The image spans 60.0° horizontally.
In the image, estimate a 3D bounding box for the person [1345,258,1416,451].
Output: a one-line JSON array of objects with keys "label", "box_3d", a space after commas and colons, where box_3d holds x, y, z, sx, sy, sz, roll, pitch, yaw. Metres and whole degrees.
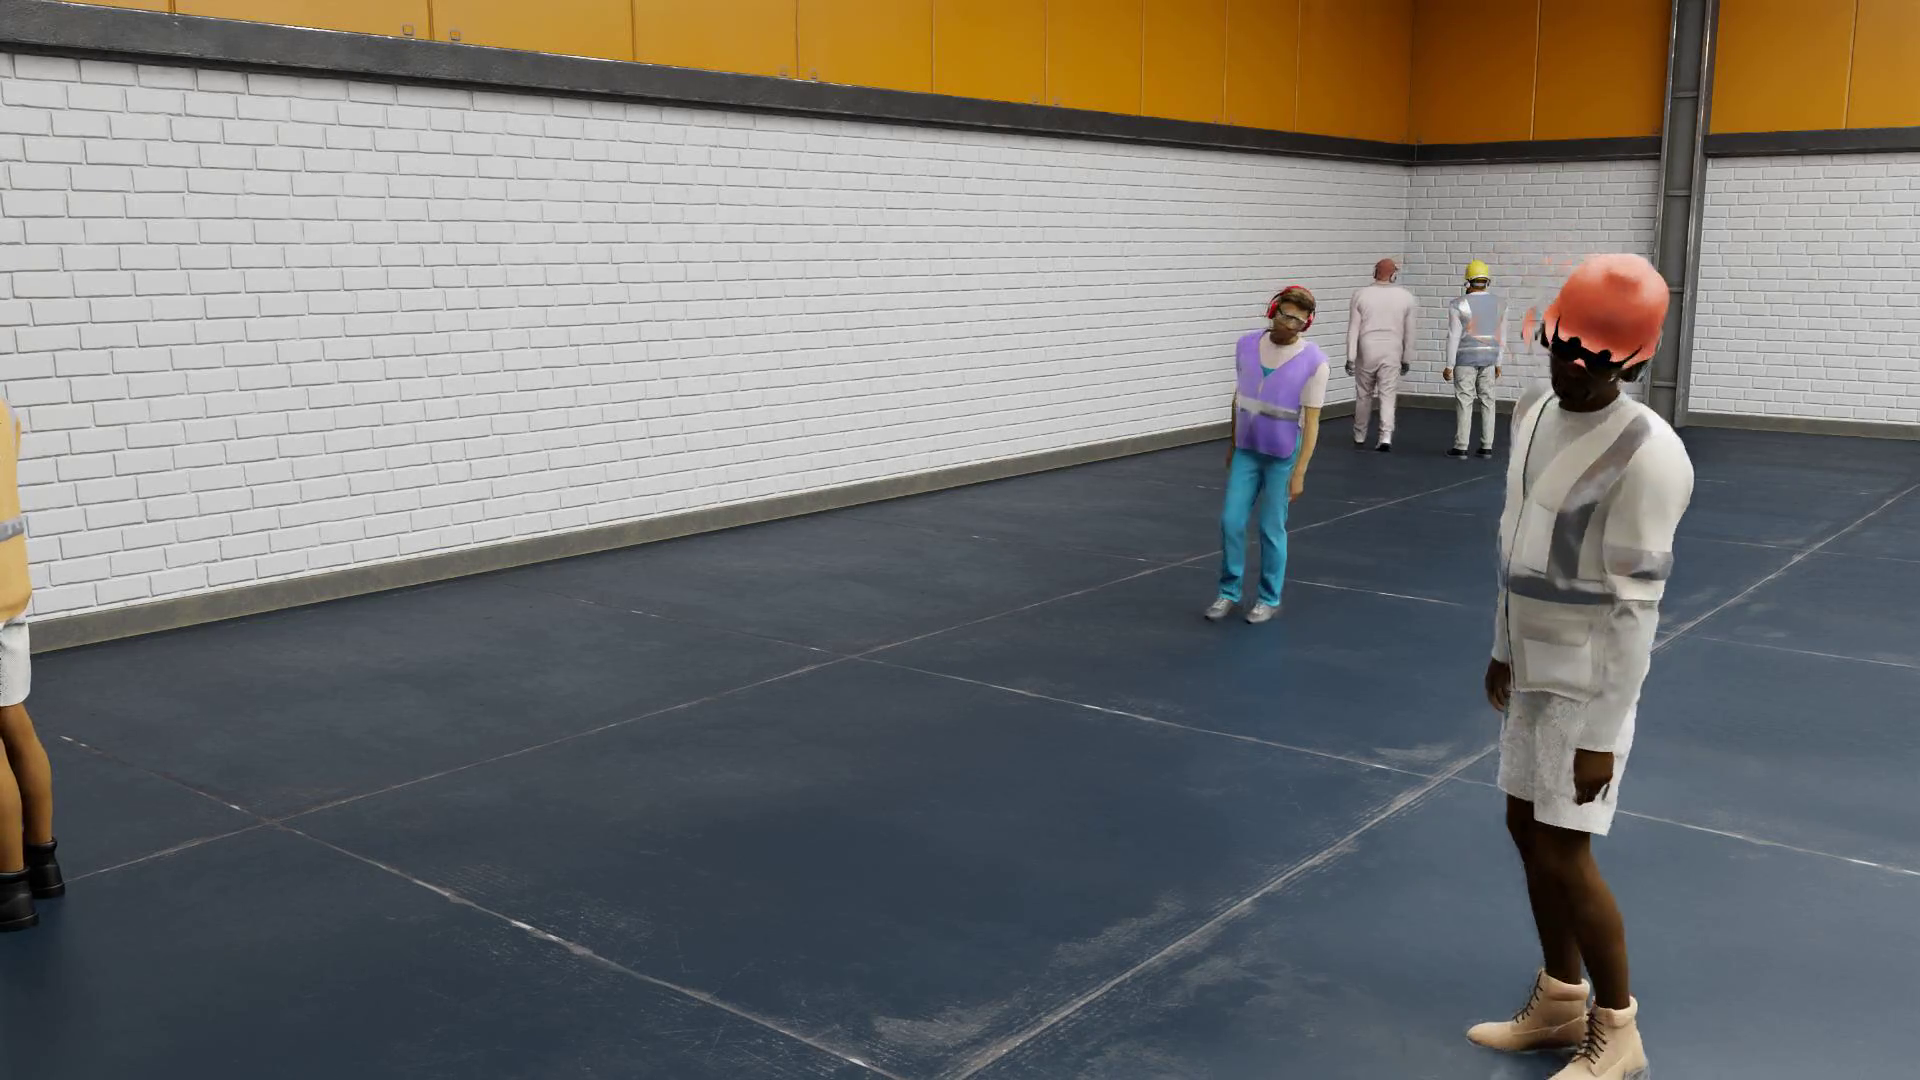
[{"label": "person", "box_3d": [4.077, -1.800, 16.162, 0.647, 1.857, 0.995, 1, 10, 8]}]

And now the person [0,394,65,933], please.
[{"label": "person", "box_3d": [-2.925, 0.194, 4.848, 0.373, 1.933, 0.550, -1, 10, -7]}]

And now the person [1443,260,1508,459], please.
[{"label": "person", "box_3d": [4.754, -1.660, 15.403, 0.587, 1.835, 0.404, -2, 10, -11]}]

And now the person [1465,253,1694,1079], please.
[{"label": "person", "box_3d": [1.464, 0.339, 3.940, 0.409, 2.002, 0.657, -1, 10, -5]}]

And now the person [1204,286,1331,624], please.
[{"label": "person", "box_3d": [1.606, -0.422, 8.644, 0.665, 1.789, 0.516, 9, 14, 41]}]
